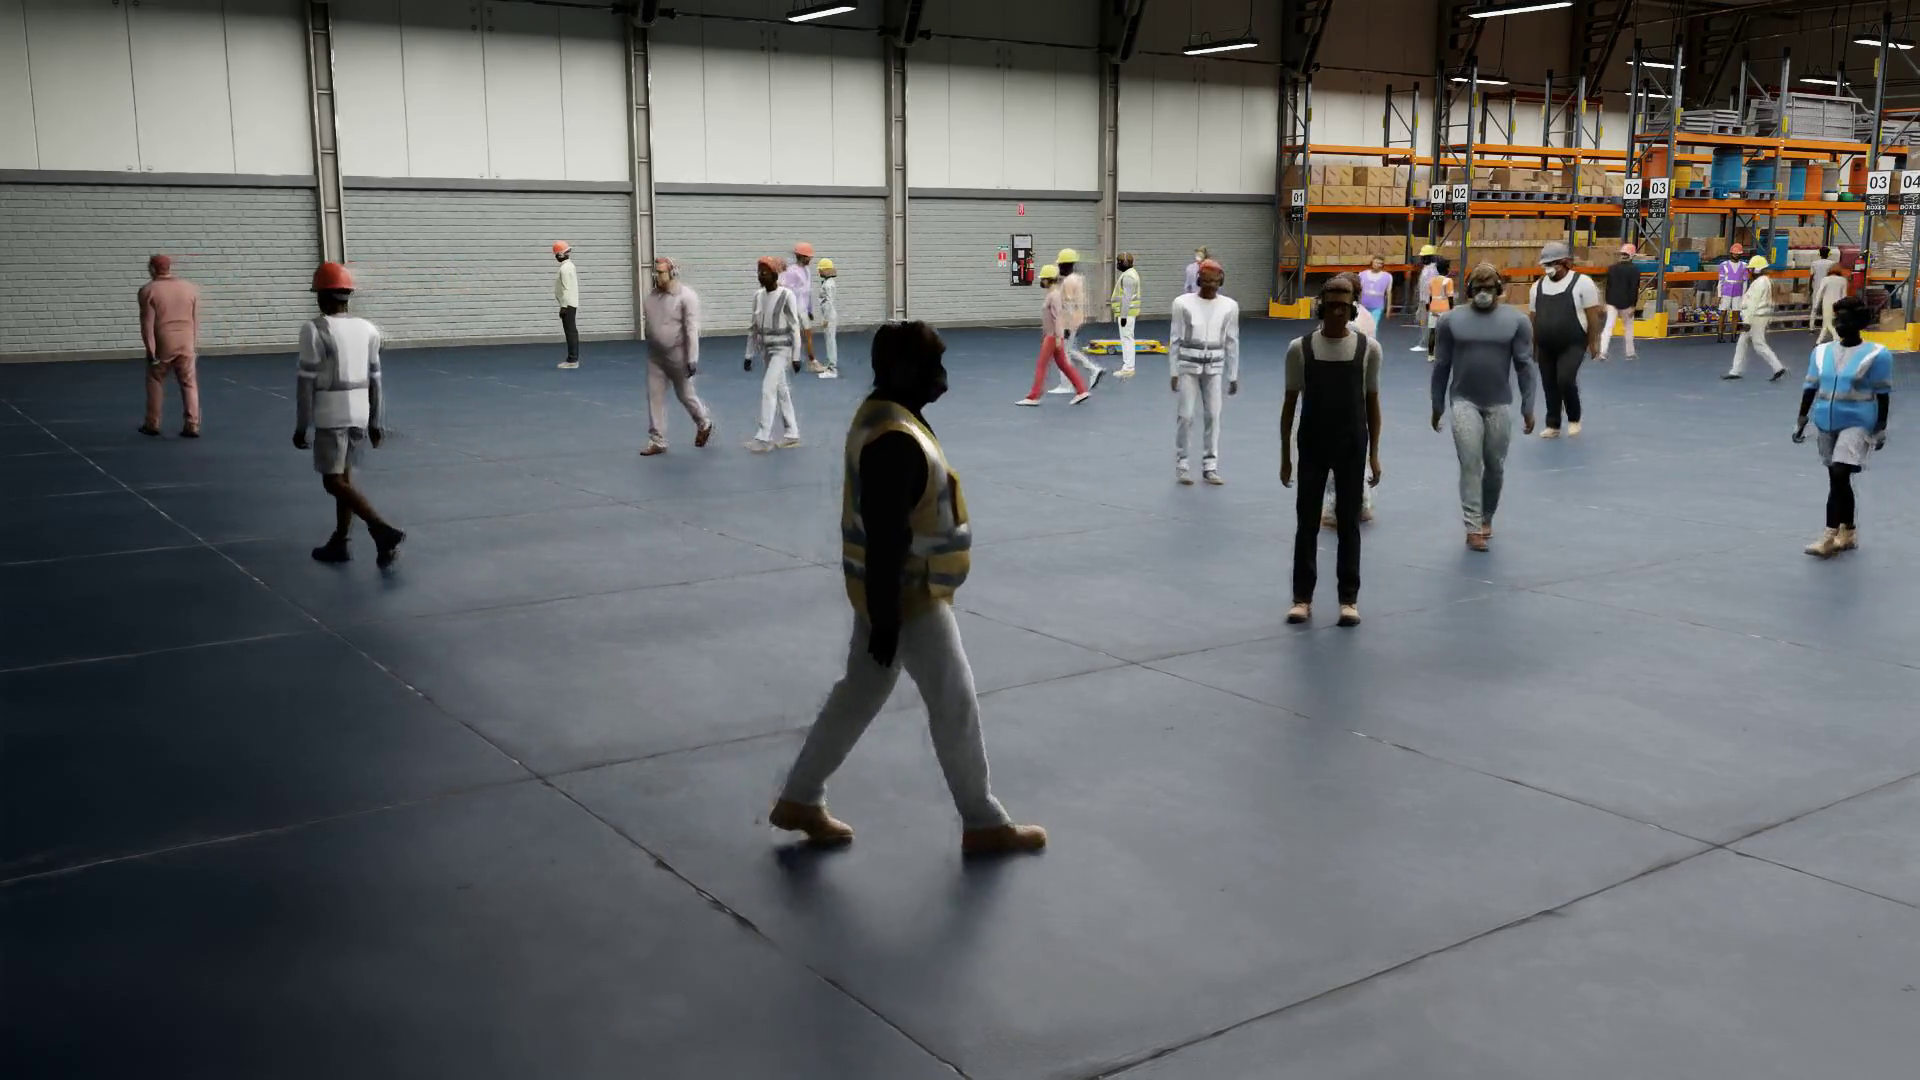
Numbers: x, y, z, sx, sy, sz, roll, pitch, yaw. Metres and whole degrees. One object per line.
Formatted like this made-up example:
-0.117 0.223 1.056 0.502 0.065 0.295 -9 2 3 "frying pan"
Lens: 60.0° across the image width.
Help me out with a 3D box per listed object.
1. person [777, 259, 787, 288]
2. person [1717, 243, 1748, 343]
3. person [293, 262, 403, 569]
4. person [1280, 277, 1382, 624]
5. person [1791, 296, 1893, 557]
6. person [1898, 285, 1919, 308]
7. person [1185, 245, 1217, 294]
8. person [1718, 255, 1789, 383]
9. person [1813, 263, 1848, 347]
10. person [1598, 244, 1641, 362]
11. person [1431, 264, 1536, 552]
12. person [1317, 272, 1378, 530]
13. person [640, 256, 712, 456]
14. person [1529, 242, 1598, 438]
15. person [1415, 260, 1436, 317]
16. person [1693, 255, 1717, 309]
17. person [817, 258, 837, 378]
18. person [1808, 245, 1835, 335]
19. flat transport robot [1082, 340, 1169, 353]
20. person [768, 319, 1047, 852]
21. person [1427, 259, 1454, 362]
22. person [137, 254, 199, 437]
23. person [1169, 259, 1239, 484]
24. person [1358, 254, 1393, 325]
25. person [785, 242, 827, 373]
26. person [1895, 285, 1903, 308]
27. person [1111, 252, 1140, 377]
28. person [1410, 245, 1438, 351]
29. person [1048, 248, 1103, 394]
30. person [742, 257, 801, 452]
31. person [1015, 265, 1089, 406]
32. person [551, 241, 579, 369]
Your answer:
-3.302 -4.352 30.721 0.512 1.639 0.311 7 13 34 "person"
14.990 -4.779 32.284 0.540 1.930 0.386 2 11 13 "person"
-3.800 -0.763 10.317 0.826 1.911 0.548 5 11 26 "person"
1.969 -0.465 8.853 0.541 1.842 0.358 2 11 10 "person"
5.632 -0.725 10.737 0.752 1.661 0.546 -5 12 -28 "person"
19.204 -4.989 33.430 0.622 1.932 0.370 5 12 27 "person"
4.098 -4.011 28.096 0.631 1.919 0.577 7 12 33 "person"
11.326 -3.122 23.548 0.857 1.805 0.593 5 11 24 "person"
16.063 -4.302 30.594 0.559 1.592 0.777 -1 10 -5 "person"
10.917 -3.915 27.496 1.019 1.953 0.617 -10 14 -43 "person"
3.494 -0.896 11.132 0.667 1.882 0.806 2 11 12 "person"
2.696 -0.978 11.769 0.433 1.816 0.687 8 13 36 "person"
-2.742 -1.771 15.920 0.646 1.879 0.883 5 11 25 "person"
6.085 -2.036 16.921 0.546 2.000 0.710 -9 14 -42 "person"
11.135 -5.974 39.714 0.683 1.607 0.520 -6 12 -30 "person"
16.919 -5.639 37.786 0.278 1.634 0.498 -10 14 -42 "person"
-1.949 -3.251 24.392 0.293 1.745 0.486 -1 10 -4 "person"
18.172 -5.264 35.072 0.514 1.876 0.328 7 12 34 "person"
2.930 -3.429 29.411 1.431 0.197 0.652 -1 10 -7 "flat transport robot"
-0.212 0.167 5.520 0.940 1.801 0.635 -1 10 -6 "person"
7.857 -3.729 27.147 0.318 1.697 0.535 -6 12 -28 "person"
-8.201 -2.000 17.170 0.865 1.873 0.657 8 13 38 "person"
2.036 -1.397 13.867 0.601 1.872 0.402 -1 10 -7 "person"
6.693 -3.740 26.973 0.601 1.789 1.002 7 12 32 "person"
-2.497 -3.526 25.264 1.055 1.991 0.607 3 11 14 "person"
21.047 -5.663 36.862 0.693 2.026 0.613 -6 12 -31 "person"
2.439 -3.320 24.534 0.428 1.836 0.627 2 10 10 "person"
8.418 -4.340 29.890 0.495 1.914 0.614 1 10 5 "person"
1.511 -2.861 21.824 0.608 1.911 0.592 2 11 12 "person"
-1.879 -1.769 15.965 0.856 1.848 0.594 -9 14 -41 "person"
1.165 -2.497 20.316 0.906 1.724 0.542 0 10 -2 "person"
-6.184 -3.683 26.099 0.393 1.985 0.611 -1 10 -4 "person"
